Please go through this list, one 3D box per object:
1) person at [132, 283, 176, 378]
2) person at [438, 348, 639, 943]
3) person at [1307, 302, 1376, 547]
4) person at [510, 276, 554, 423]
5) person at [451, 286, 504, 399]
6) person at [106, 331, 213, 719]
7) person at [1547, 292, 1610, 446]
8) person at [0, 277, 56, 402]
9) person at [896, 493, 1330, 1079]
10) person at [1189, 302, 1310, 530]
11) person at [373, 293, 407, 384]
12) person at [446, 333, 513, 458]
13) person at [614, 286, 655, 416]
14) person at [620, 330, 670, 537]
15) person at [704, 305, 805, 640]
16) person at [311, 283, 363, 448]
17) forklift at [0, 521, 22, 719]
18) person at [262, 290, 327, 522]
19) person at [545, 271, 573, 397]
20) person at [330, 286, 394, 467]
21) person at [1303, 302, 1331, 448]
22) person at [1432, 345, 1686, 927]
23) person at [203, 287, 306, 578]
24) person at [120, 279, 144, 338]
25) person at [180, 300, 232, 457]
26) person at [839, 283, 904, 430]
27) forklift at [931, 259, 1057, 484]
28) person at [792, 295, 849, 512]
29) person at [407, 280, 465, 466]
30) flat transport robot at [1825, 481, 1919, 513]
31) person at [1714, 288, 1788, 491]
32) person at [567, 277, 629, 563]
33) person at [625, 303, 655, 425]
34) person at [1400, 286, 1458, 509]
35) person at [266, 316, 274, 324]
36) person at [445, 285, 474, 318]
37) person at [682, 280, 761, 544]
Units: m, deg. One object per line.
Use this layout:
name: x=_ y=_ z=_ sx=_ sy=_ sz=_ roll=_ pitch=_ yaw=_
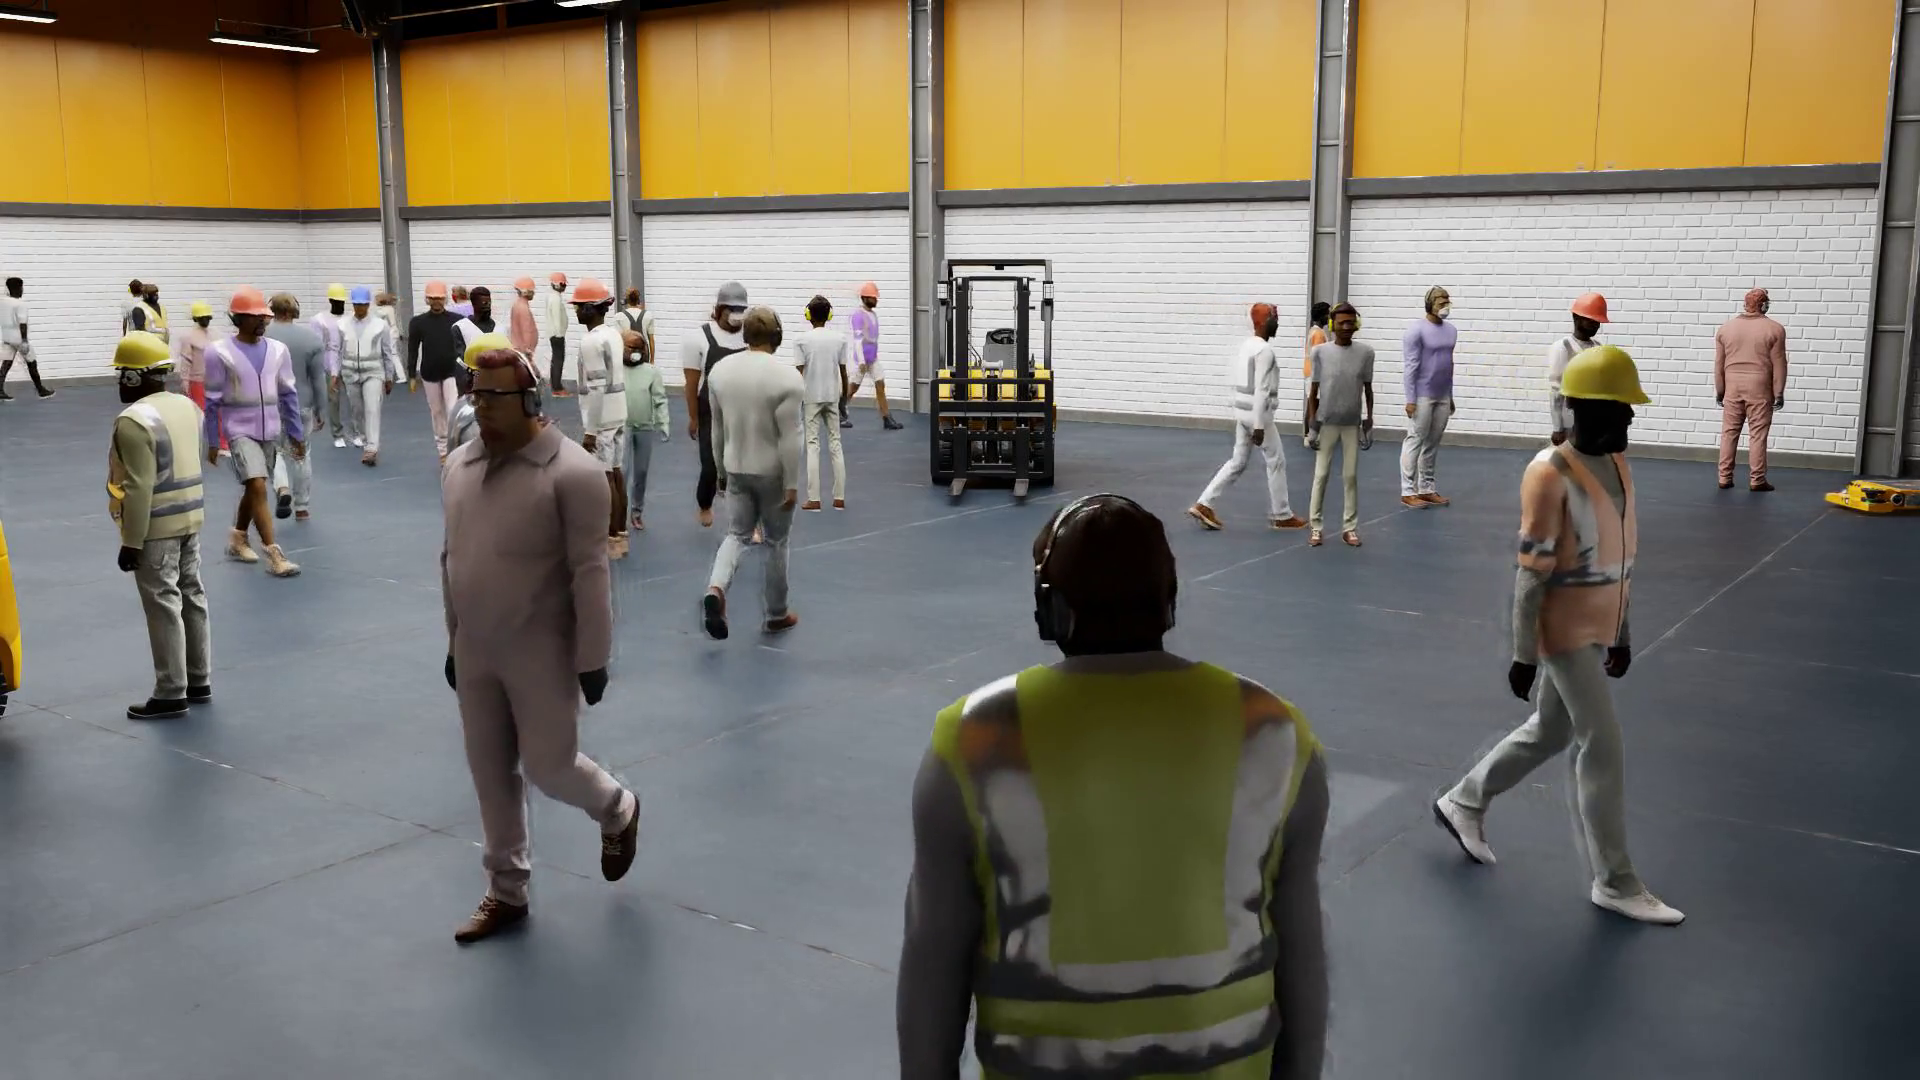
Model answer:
person: x=-12.058 y=-2.917 z=24.874 sx=0.460 sy=1.823 sz=0.645 roll=2 pitch=10 yaw=14
person: x=-1.380 y=0.317 z=5.412 sx=0.643 sy=1.894 sz=0.633 roll=5 pitch=11 yaw=26
person: x=2.877 y=-0.861 z=12.572 sx=0.499 sy=1.853 sz=0.411 roll=1 pitch=10 yaw=4
person: x=-5.810 y=-2.493 z=21.928 sx=0.760 sy=1.969 sz=0.627 roll=-4 pitch=10 yaw=-23
person: x=-4.636 y=-1.485 z=16.079 sx=0.373 sy=1.914 sz=0.596 roll=6 pitch=11 yaw=32
person: x=-3.809 y=-0.070 z=7.891 sx=0.404 sy=1.835 sz=0.586 roll=1 pitch=10 yaw=4
person: x=4.609 y=-0.871 z=12.388 sx=0.543 sy=1.928 sz=0.372 roll=-7 pitch=12 yaw=-35
person: x=-14.576 y=-3.100 z=25.713 sx=0.622 sy=1.913 sz=0.998 roll=4 pitch=10 yaw=20
person: x=0.243 y=0.847 z=2.492 sx=0.671 sy=1.819 sz=0.590 roll=-1 pitch=10 yaw=-7
person: x=2.312 y=-0.979 z=13.295 sx=0.952 sy=1.849 sz=0.587 roll=-2 pitch=10 yaw=-10
person: x=-10.095 y=-3.541 z=29.258 sx=0.711 sy=1.589 sz=0.574 roll=1 pitch=10 yaw=6
person: x=-2.224 y=-0.066 z=7.908 sx=0.403 sy=1.826 sz=0.591 roll=-3 pitch=10 yaw=-19
person: x=-4.049 y=-2.226 z=20.704 sx=0.508 sy=1.846 sz=0.342 roll=-4 pitch=10 yaw=-25
person: x=-2.592 y=-0.860 z=13.250 sx=0.518 sy=1.611 sz=0.541 roll=-5 pitch=11 yaw=-25
person: x=-1.175 y=-0.364 z=9.409 sx=0.638 sy=1.923 sz=0.768 roll=4 pitch=10 yaw=23
person: x=-7.079 y=-1.980 z=19.065 sx=0.624 sy=1.891 sz=0.845 roll=-7 pitch=12 yaw=-35
forklift: x=-5.296 y=-0.090 z=6.943 sx=1.214 sy=2.155 sz=2.313 roll=7 pitch=12 yaw=35
person: x=-5.508 y=-1.077 z=13.626 sx=0.644 sy=1.922 sz=0.554 roll=-4 pitch=10 yaw=-23
person: x=-6.390 y=-3.272 z=26.490 sx=0.397 sy=1.993 sz=0.620 roll=-3 pitch=10 yaw=-19
person: x=-6.347 y=-1.737 z=17.659 sx=0.604 sy=1.895 sz=0.985 roll=-1 pitch=10 yaw=-5
person: x=4.151 y=-1.916 z=19.328 sx=0.319 sy=1.695 sz=0.533 roll=1 pitch=10 yaw=9
person: x=2.037 y=0.280 z=5.649 sx=0.921 sy=1.896 sz=0.596 roll=9 pitch=13 yaw=44
person: x=-4.938 y=-0.766 z=11.611 sx=1.075 sy=1.991 sz=0.627 roll=7 pitch=12 yaw=36
person: x=-12.972 y=-3.182 z=26.317 sx=0.519 sy=1.873 sz=0.328 roll=-5 pitch=11 yaw=-26
person: x=-8.380 y=-1.781 z=18.384 sx=0.668 sy=1.742 sz=0.537 roll=7 pitch=12 yaw=35
person: x=-1.236 y=-2.360 z=21.391 sx=0.999 sy=1.892 sz=0.565 roll=5 pitch=11 yaw=27
forklift: x=0.370 y=-1.738 z=16.759 sx=1.214 sy=2.155 sz=2.313 roll=1 pitch=10 yaw=3
person: x=-1.209 y=-1.177 z=14.381 sx=0.517 sy=1.871 sz=0.324 roll=-4 pitch=10 yaw=-21
person: x=-5.395 y=-1.703 z=17.248 sx=0.655 sy=1.949 sz=0.991 roll=-2 pitch=10 yaw=-12
flat transport robot: x=8.393 y=-0.387 z=14.430 sx=1.431 sy=0.197 sz=0.652 roll=0 pitch=10 yaw=-3
person: x=7.449 y=-1.411 z=15.665 sx=0.409 sy=1.907 sz=0.651 roll=-9 pitch=13 yaw=-43
person: x=-2.587 y=-0.847 z=11.897 sx=0.393 sy=2.044 sz=0.609 roll=1 pitch=10 yaw=5
person: x=-4.220 y=-2.306 z=21.854 sx=0.334 sy=1.623 sz=0.511 roll=-6 pitch=11 yaw=-31
person: x=4.121 y=-1.246 z=14.589 sx=0.630 sy=1.938 sz=0.369 roll=-7 pitch=12 yaw=-35
person: x=-8.112 y=-1.894 z=19.355 sx=0.365 sy=1.620 sz=0.532 roll=5 pitch=11 yaw=27
person: x=-7.005 y=-2.709 z=23.645 sx=0.595 sy=1.825 sz=0.575 roll=8 pitch=13 yaw=41
person: x=-1.783 y=-1.001 z=12.823 sx=0.695 sy=2.000 sz=0.721 roll=-4 pitch=10 yaw=-22
